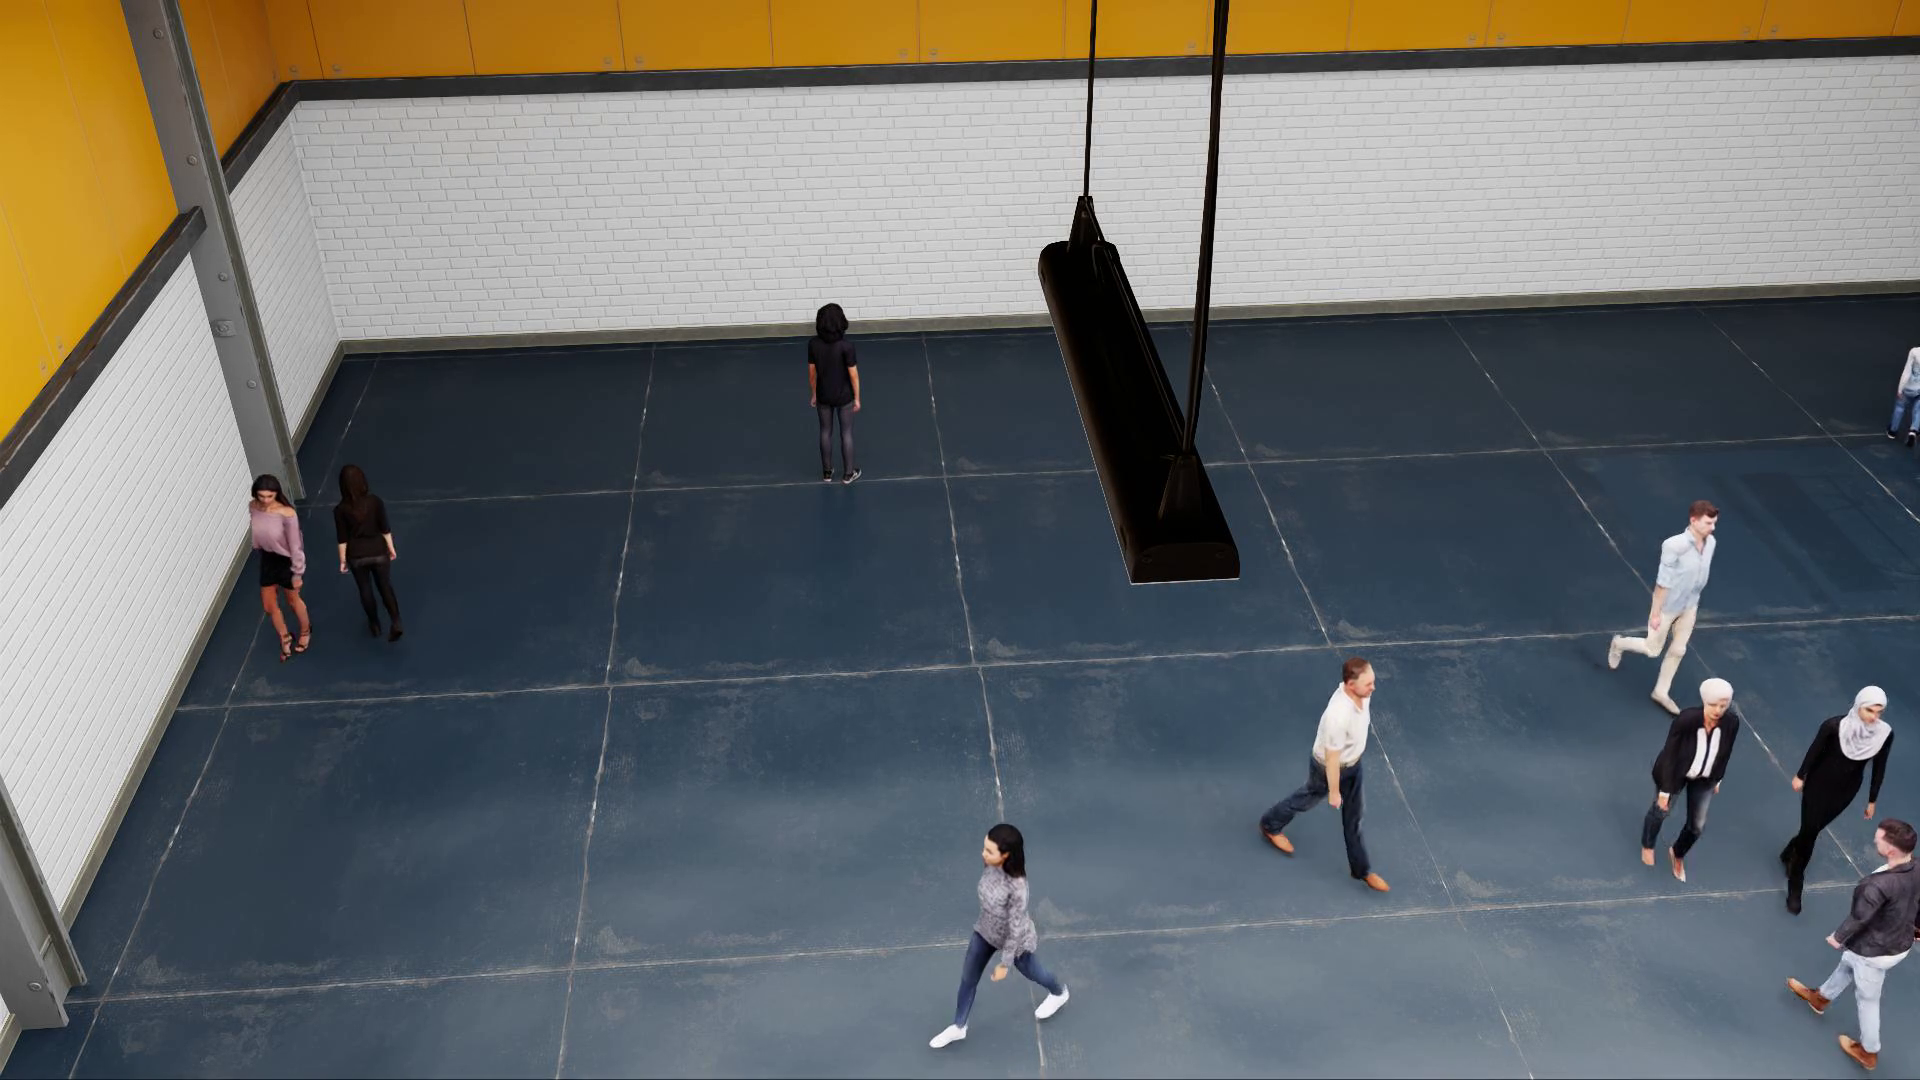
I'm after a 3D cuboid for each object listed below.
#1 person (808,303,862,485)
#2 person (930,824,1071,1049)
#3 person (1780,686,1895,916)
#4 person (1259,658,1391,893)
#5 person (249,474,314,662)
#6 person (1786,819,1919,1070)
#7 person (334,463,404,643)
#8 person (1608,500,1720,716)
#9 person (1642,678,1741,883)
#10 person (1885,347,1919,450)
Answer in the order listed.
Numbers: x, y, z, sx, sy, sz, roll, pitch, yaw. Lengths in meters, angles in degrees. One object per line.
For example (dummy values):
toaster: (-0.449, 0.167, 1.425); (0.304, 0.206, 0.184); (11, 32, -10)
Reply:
person: (-1.190, -1.378, 15.665); (0.697, 1.834, 0.632); (7, 34, 11)
person: (0.359, 2.392, 10.126); (1.058, 1.687, 1.195); (-20, 38, -27)
person: (5.857, 1.624, 11.220); (0.764, 1.756, 0.933); (5, 34, 7)
person: (2.457, 1.511, 11.346); (1.309, 1.804, 1.222); (26, 42, 34)
person: (-5.376, 0.182, 13.371); (0.773, 1.776, 0.779); (12, 35, 17)
person: (5.546, 2.473, 9.904); (0.946, 1.798, 1.080); (-15, 36, -21)
person: (-4.789, 0.158, 13.543); (0.809, 1.626, 0.941); (-19, 38, -26)
person: (5.482, 0.459, 12.905); (0.800, 1.831, 1.036); (-11, 35, -17)
person: (4.907, 1.577, 11.393); (0.823, 1.767, 0.766); (3, 34, 4)
person: (9.432, -1.498, 16.374); (0.628, 1.249, 0.804); (8, 35, 12)
